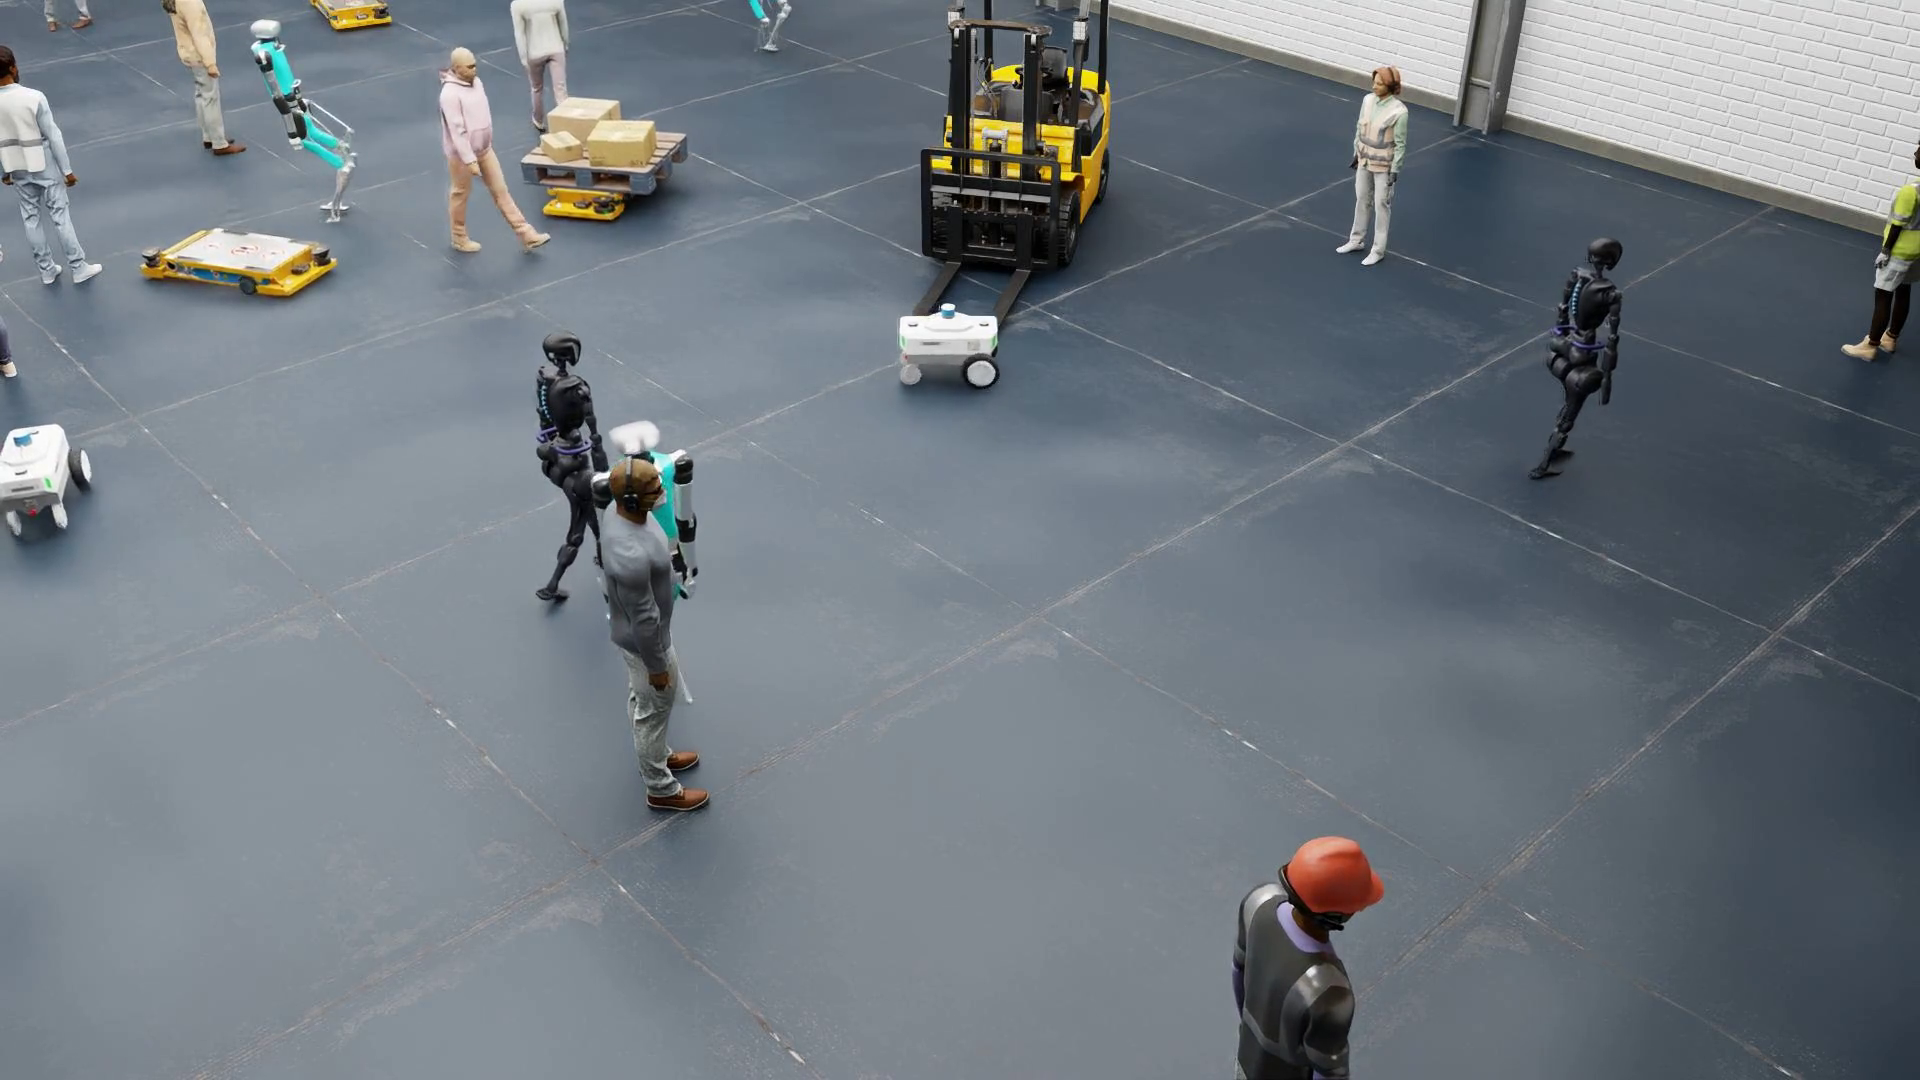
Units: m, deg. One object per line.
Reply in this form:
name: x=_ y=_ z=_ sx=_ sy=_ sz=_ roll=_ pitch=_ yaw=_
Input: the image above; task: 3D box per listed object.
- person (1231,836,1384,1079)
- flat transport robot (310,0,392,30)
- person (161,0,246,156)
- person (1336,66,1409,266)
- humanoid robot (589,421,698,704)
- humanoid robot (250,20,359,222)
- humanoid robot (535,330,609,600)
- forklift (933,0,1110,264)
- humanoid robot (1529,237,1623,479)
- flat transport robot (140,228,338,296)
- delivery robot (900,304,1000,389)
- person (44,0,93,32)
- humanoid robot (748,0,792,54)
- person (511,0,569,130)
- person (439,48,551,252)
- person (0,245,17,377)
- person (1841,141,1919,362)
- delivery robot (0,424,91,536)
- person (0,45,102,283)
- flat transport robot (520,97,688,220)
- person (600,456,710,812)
person: x=1.162 y=1.808 z=5.771 sx=0.390 sy=2.040 sz=0.613 roll=-11 pitch=35 yaw=-16
flat transport robot: x=-7.387 y=-6.464 z=20.109 sx=0.659 sy=0.231 sz=1.431 roll=-17 pitch=37 yaw=-25
person: x=-7.223 y=-4.586 z=15.753 sx=0.393 sy=1.872 sz=0.565 roll=-22 pitch=39 yaw=-30
person: x=3.409 y=-3.068 z=13.630 sx=0.308 sy=1.638 sz=0.522 roll=-18 pitch=37 yaw=-25
humanoid robot: x=-1.677 y=0.148 z=8.630 sx=0.541 sy=1.831 sz=0.676 roll=-21 pitch=38 yaw=-29
humanoid robot: x=-5.556 y=-3.595 z=14.369 sx=0.790 sy=1.785 sz=0.540 roll=-5 pitch=33 yaw=-8
humanoid robot: x=-2.266 y=-0.445 z=9.612 sx=0.608 sy=1.637 sz=0.762 roll=27 pitch=42 yaw=35
forklift: x=0.570 y=-3.725 z=14.138 sx=1.214 sy=2.155 sz=2.313 roll=9 pitch=34 yaw=13
humanoid robot: x=4.005 y=-1.171 z=10.686 sx=0.538 sy=1.642 sz=0.598 roll=-11 pitch=35 yaw=-17
flat transport robot: x=-5.944 y=-2.294 z=13.700 sx=1.431 sy=0.231 sz=0.659 roll=10 pitch=34 yaw=15
delivery robot: x=-0.066 y=-1.429 z=12.101 sx=0.775 sy=0.589 sz=0.499 roll=0 pitch=33 yaw=-1
person: x=-10.553 y=-6.755 z=19.301 sx=0.479 sy=1.628 sz=0.455 roll=2 pitch=33 yaw=3
humanoid robot: x=-2.184 y=-6.195 z=18.433 sx=0.737 sy=1.872 sz=0.540 roll=16 pitch=36 yaw=23
person: x=-4.026 y=-4.730 z=16.110 sx=0.529 sy=1.715 sz=0.899 roll=-12 pitch=35 yaw=-18
person: x=-3.923 y=-3.165 z=13.685 sx=0.963 sy=1.731 sz=0.554 roll=13 pitch=35 yaw=20
person: x=-7.108 y=-1.939 z=11.694 sx=0.410 sy=1.860 sz=0.790 roll=18 pitch=37 yaw=26
person: x=6.891 y=-2.125 z=12.135 sx=0.534 sy=1.693 sz=0.320 roll=-20 pitch=38 yaw=-28
delivery robot: x=-5.880 y=-0.438 z=10.564 sx=0.499 sy=0.572 sz=0.747 roll=-10 pitch=34 yaw=-15
person: x=-7.362 y=-2.957 z=13.207 sx=0.595 sy=1.918 sz=0.387 roll=-1 pitch=33 yaw=-1
flat transport robot: x=-3.215 y=-3.284 z=15.221 sx=0.659 sy=0.231 sz=1.431 roll=7 pitch=34 yaw=11
person: x=-1.483 y=0.449 z=7.954 sx=0.371 sy=1.939 sz=0.630 roll=-8 pitch=34 yaw=-12
